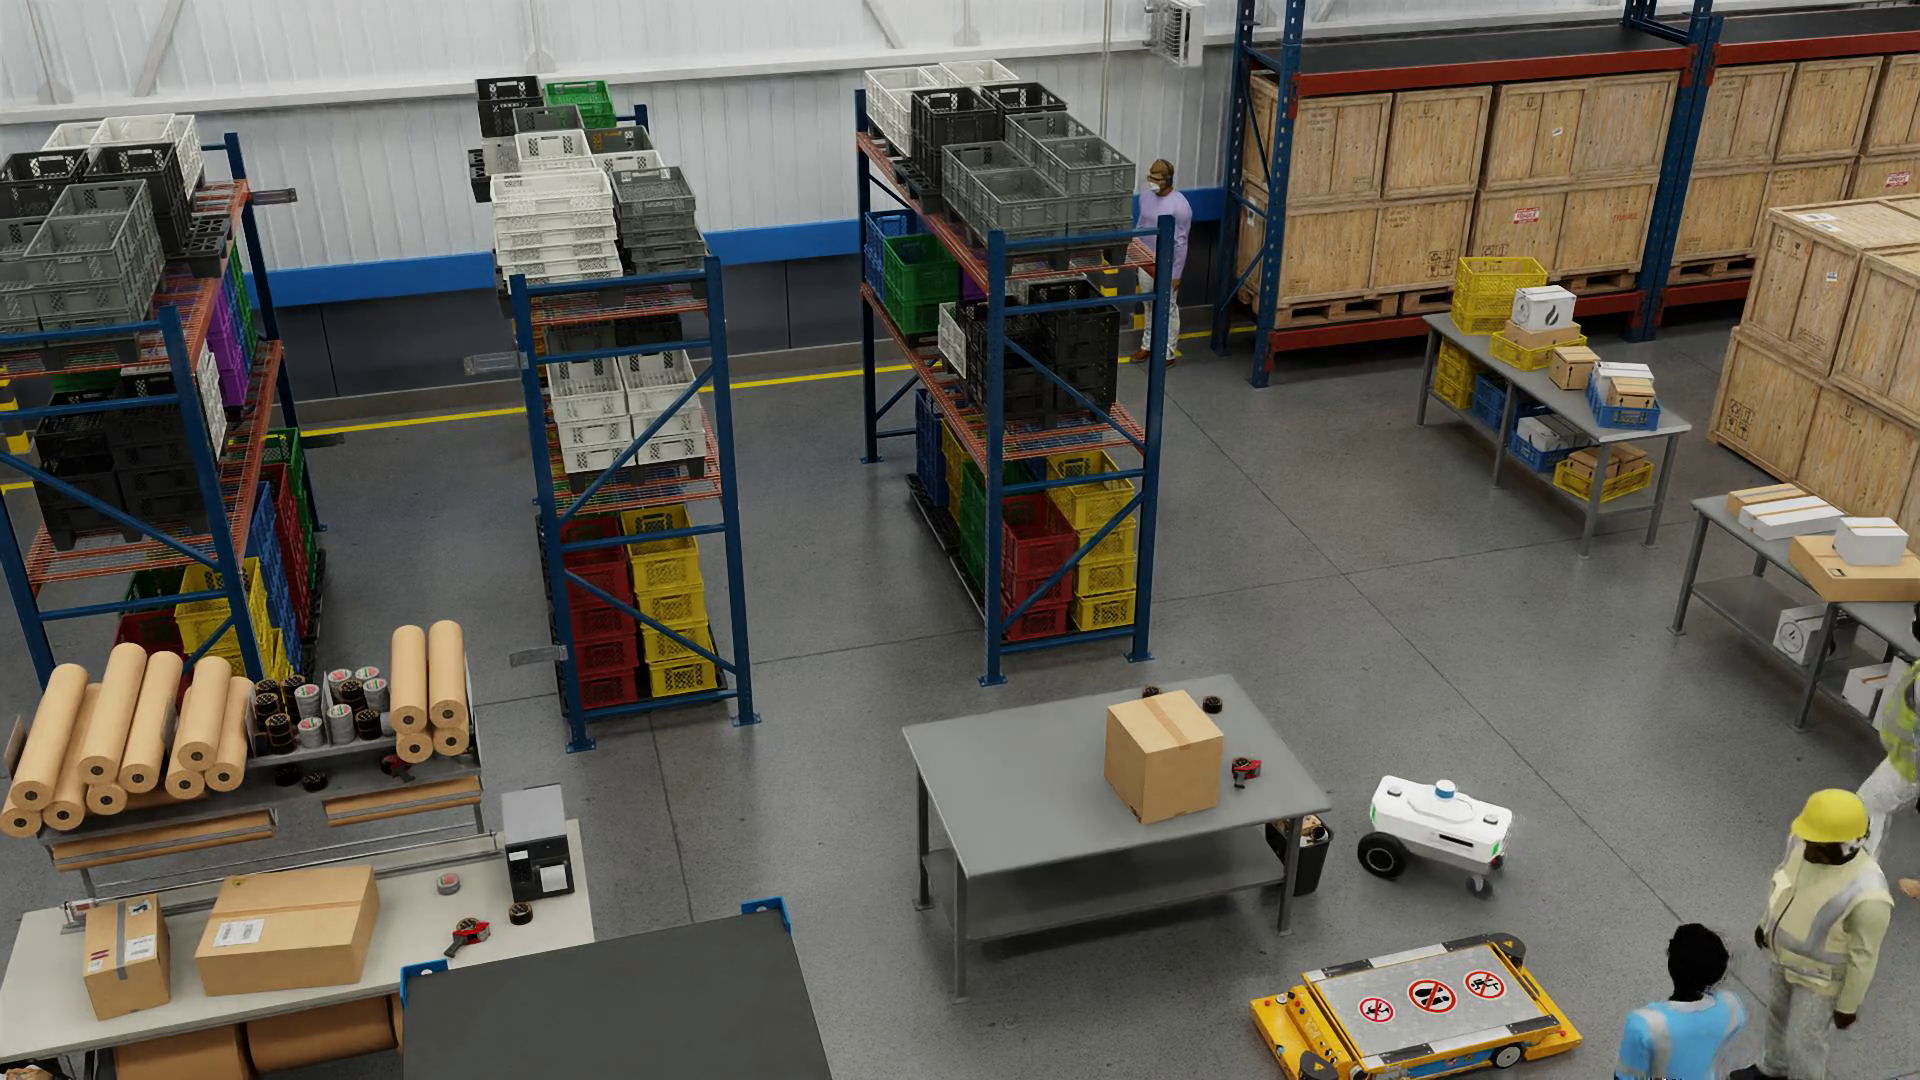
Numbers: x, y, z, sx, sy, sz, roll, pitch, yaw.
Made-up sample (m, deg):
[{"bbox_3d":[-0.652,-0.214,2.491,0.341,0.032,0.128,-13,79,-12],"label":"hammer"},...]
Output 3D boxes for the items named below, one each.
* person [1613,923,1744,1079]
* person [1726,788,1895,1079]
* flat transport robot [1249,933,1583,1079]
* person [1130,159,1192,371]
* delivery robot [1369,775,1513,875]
[{"bbox_3d":[2.767,2.224,6.627,0.537,1.681,0.374,-7,30,-13],"label":"person"},{"bbox_3d":[3.674,1.815,7.251,0.448,1.811,0.619,-2,29,-4],"label":"person"},{"bbox_3d":[2.184,2.282,7.980,1.431,0.197,0.652,-8,30,-14],"label":"flat transport robot"},{"bbox_3d":[1.796,-2.472,14.923,0.367,1.933,0.627,-19,34,-30],"label":"person"},{"bbox_3d":[2.593,1.519,8.984,0.707,0.478,0.477,14,32,24],"label":"delivery robot"}]
